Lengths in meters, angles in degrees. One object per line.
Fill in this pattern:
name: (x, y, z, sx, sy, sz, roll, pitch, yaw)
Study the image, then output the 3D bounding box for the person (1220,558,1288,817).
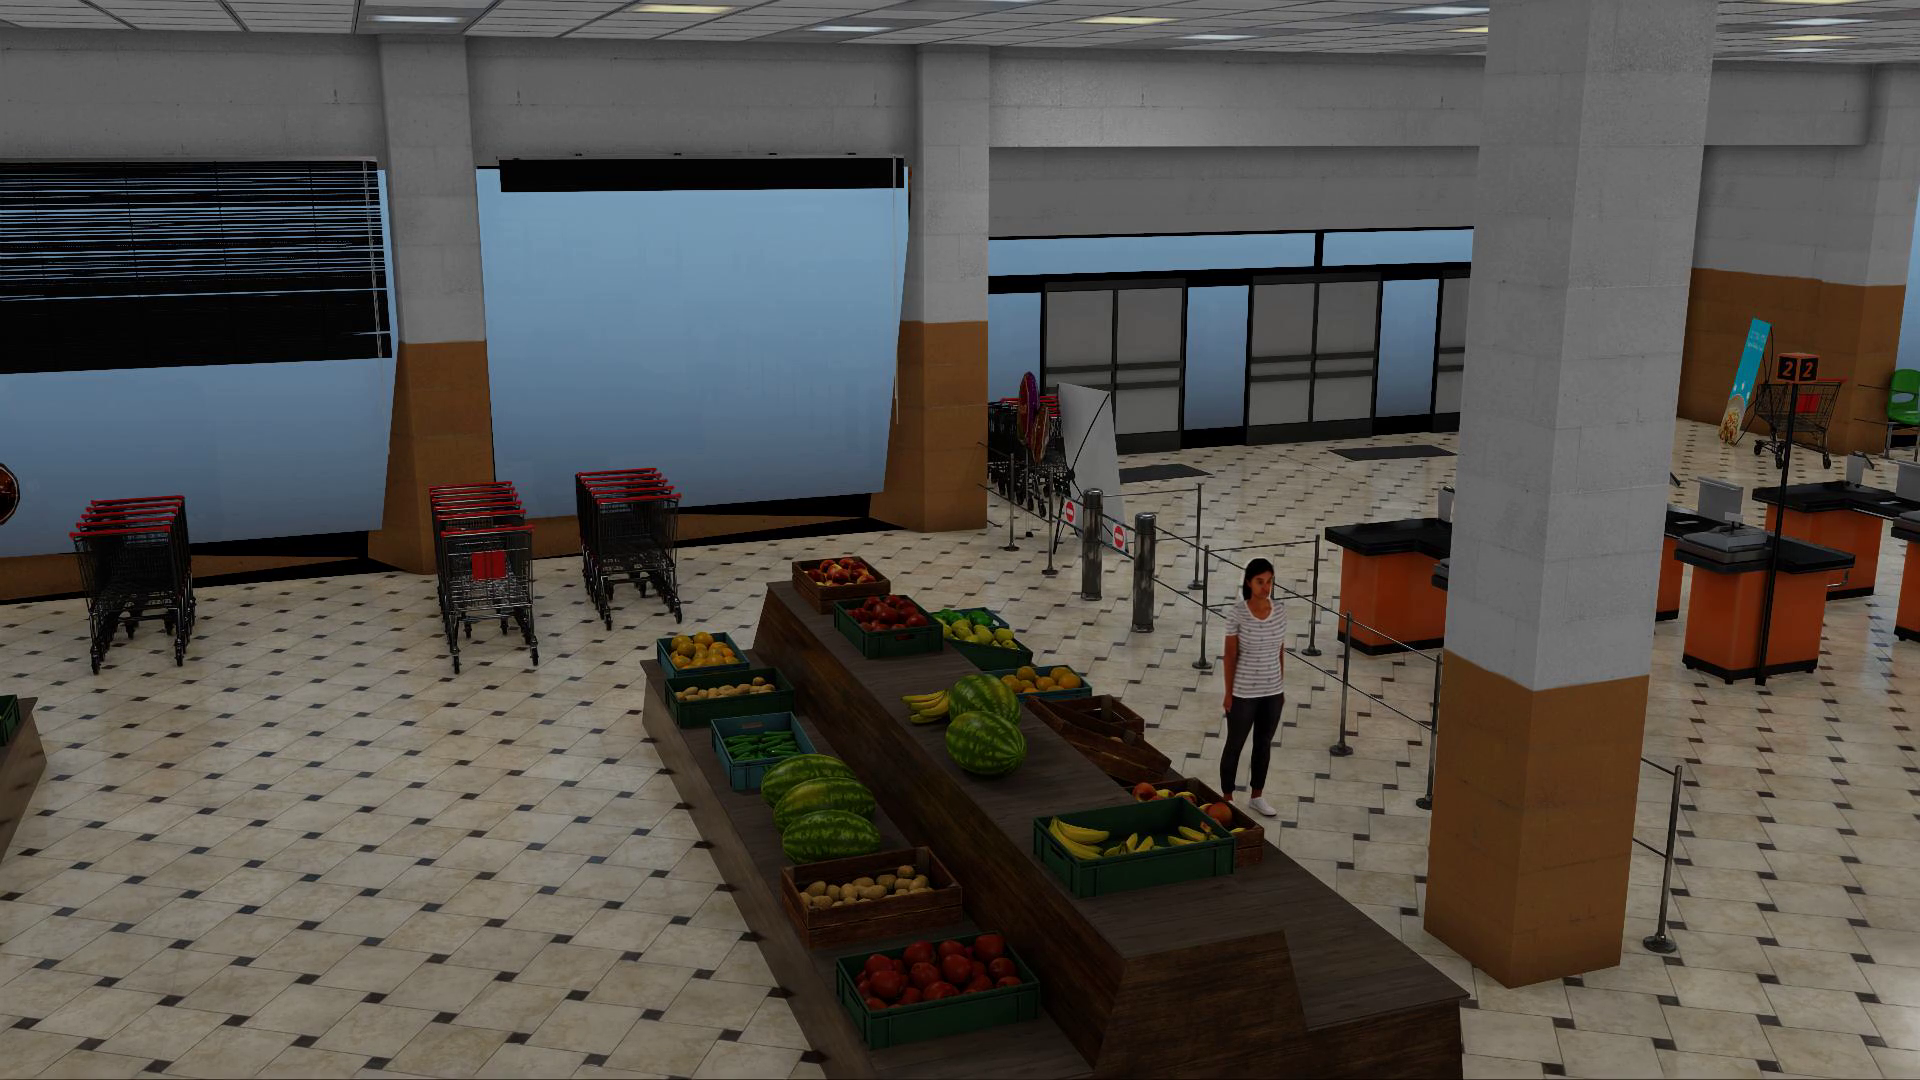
person: (1.797, 0.906, 10.168, 0.560, 1.645, 0.500, -5, 14, -19)
